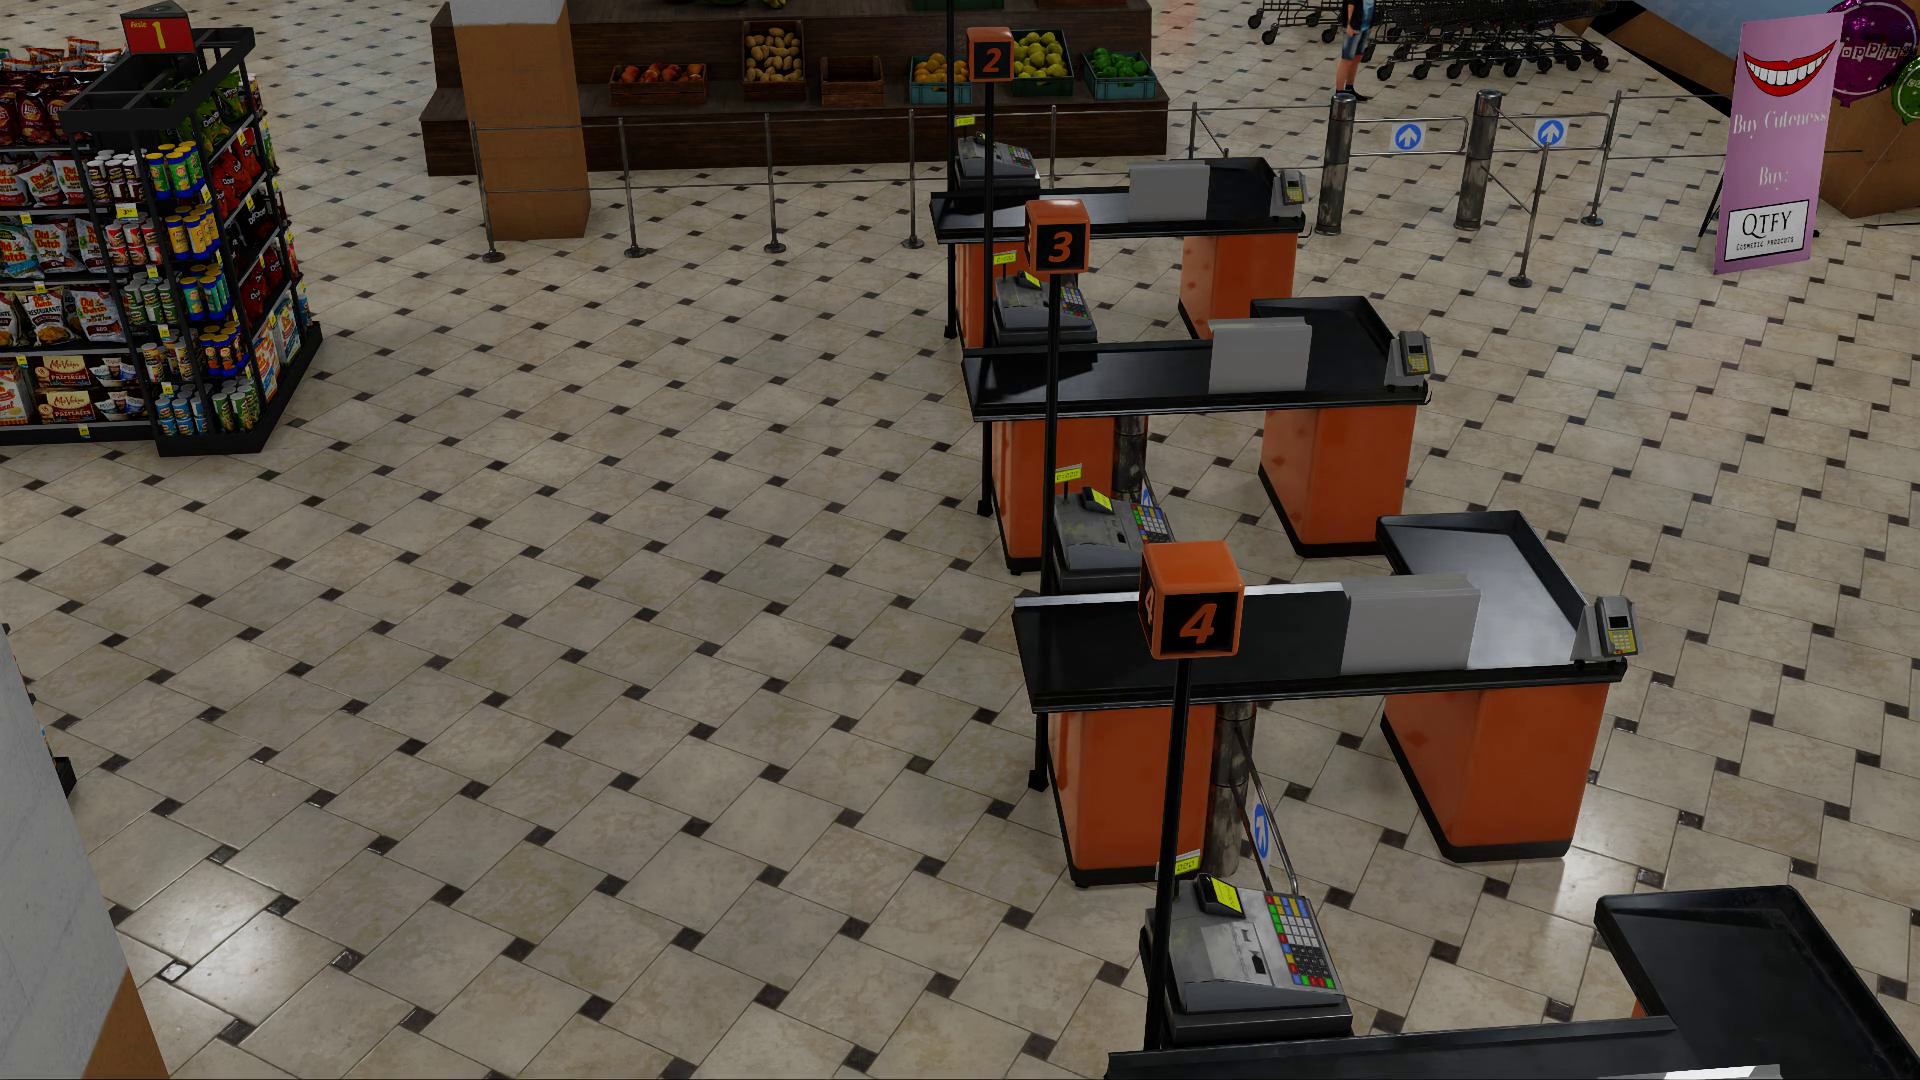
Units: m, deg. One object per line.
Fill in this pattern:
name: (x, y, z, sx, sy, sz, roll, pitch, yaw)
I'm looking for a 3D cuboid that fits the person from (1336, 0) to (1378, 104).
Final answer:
person: (3.498, -4.561, 14.619, 0.683, 1.450, 0.618, 26, 40, 35)
